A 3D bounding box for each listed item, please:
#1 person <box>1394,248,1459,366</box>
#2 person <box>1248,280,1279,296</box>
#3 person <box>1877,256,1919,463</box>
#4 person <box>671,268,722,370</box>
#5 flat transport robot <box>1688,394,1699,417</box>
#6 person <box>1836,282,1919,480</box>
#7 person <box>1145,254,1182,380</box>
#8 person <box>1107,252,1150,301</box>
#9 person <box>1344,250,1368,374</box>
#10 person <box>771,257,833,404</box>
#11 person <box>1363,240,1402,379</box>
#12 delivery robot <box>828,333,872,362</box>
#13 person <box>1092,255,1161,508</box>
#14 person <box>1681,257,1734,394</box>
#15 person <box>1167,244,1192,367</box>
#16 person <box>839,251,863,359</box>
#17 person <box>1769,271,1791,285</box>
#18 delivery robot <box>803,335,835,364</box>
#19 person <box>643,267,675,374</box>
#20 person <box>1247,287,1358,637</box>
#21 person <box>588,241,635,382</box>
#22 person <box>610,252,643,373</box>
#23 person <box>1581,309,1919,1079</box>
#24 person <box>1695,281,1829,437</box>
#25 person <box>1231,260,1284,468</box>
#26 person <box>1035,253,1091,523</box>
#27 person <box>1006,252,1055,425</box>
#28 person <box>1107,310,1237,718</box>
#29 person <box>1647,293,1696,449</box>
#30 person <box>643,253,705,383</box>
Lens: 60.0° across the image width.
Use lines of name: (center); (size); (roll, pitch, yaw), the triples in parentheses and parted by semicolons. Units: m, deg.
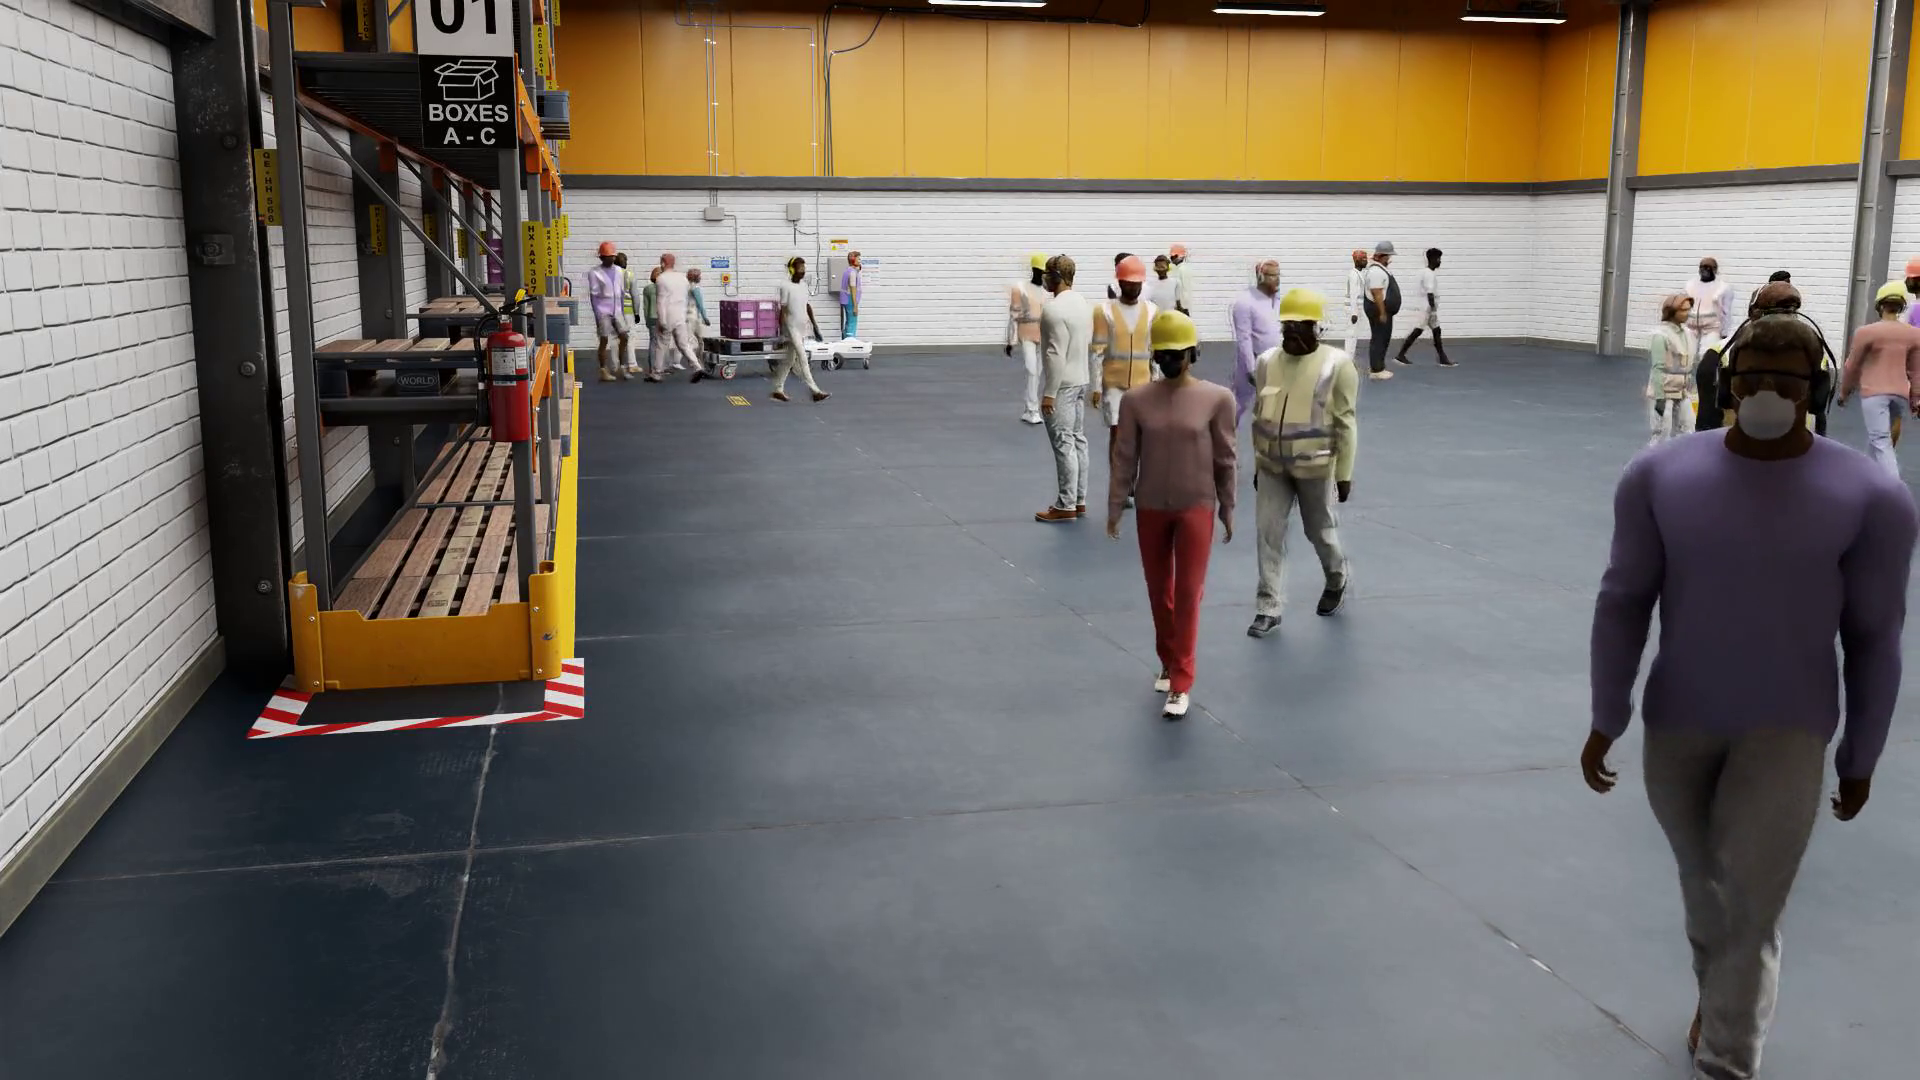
person: (7.532, -3.749, 26.862); (1.010, 1.918, 0.622); (3, 11, 16)
person: (5.166, -3.898, 28.389); (0.535, 1.650, 0.900); (2, 10, 13)
person: (8.284, -1.470, 14.243); (0.894, 1.914, 0.544); (10, 14, 44)
person: (-4.208, -3.479, 26.238); (0.875, 1.593, 0.524); (-4, 11, -20)
flat transport robot: (8.577, -1.550, 19.197); (0.652, 0.197, 1.431); (2, 10, 10)
person: (6.945, -1.087, 12.617); (0.516, 1.710, 0.899); (-1, 10, -6)
person: (2.617, -2.779, 21.658); (0.541, 1.836, 0.715); (4, 11, 20)
person: (1.862, -2.250, 18.561); (0.624, 1.898, 0.445); (-8, 13, -37)
person: (6.063, -3.492, 25.485); (0.337, 1.882, 0.585); (3, 11, 18)
person: (-1.995, -2.614, 20.800); (0.981, 1.817, 0.537); (6, 12, 28)
person: (6.227, -3.394, 24.511); (0.535, 2.000, 0.719); (4, 11, 20)
delivery robot: (-1.747, -3.032, 26.365); (0.707, 0.478, 0.477); (-1, 10, -3)
person: (1.263, -1.200, 12.696); (0.563, 1.923, 0.481); (-2, 10, -9)
person: (9.341, -2.627, 20.860); (0.631, 1.827, 0.543); (10, 14, 43)
person: (3.467, -3.726, 26.541); (0.544, 1.976, 0.610); (0, 10, -3)
person: (-1.868, -4.016, 28.496); (0.389, 1.845, 0.564); (-3, 11, -14)
person: (9.144, -2.169, 18.678); (0.315, 1.696, 0.540); (8, 13, 36)
delivery robot: (-2.307, -2.942, 25.866); (0.707, 0.478, 0.477); (-5, 11, -25)
person: (-4.592, -3.349, 25.414); (0.495, 1.628, 0.274); (3, 11, 16)
person: (1.810, -0.426, 8.730); (0.601, 1.802, 0.859); (7, 13, 35)
person: (-4.953, -3.245, 23.759); (0.777, 2.012, 0.629); (10, 14, 43)
person: (-5.199, -3.502, 25.656); (0.625, 1.846, 0.429); (4, 11, 19)
person: (1.788, 0.422, 3.809); (0.627, 1.897, 1.033); (8, 13, 39)
person: (3.815, -0.302, 7.926); (0.625, 1.846, 0.429); (0, 10, -2)
person: (2.665, -1.521, 14.642); (0.636, 1.859, 1.011); (-7, 12, -34)
person: (0.747, -1.091, 12.033); (0.362, 1.938, 0.631); (5, 11, 24)
person: (0.876, -2.203, 18.324); (0.611, 1.885, 0.849); (-5, 11, -27)
person: (0.917, -0.131, 7.271); (0.547, 1.728, 0.747); (4, 11, 20)
person: (5.565, -1.109, 13.000); (0.541, 1.626, 0.376); (-8, 13, -39)
person: (-4.082, -3.160, 23.721); (0.961, 1.860, 0.657); (6, 12, 32)
